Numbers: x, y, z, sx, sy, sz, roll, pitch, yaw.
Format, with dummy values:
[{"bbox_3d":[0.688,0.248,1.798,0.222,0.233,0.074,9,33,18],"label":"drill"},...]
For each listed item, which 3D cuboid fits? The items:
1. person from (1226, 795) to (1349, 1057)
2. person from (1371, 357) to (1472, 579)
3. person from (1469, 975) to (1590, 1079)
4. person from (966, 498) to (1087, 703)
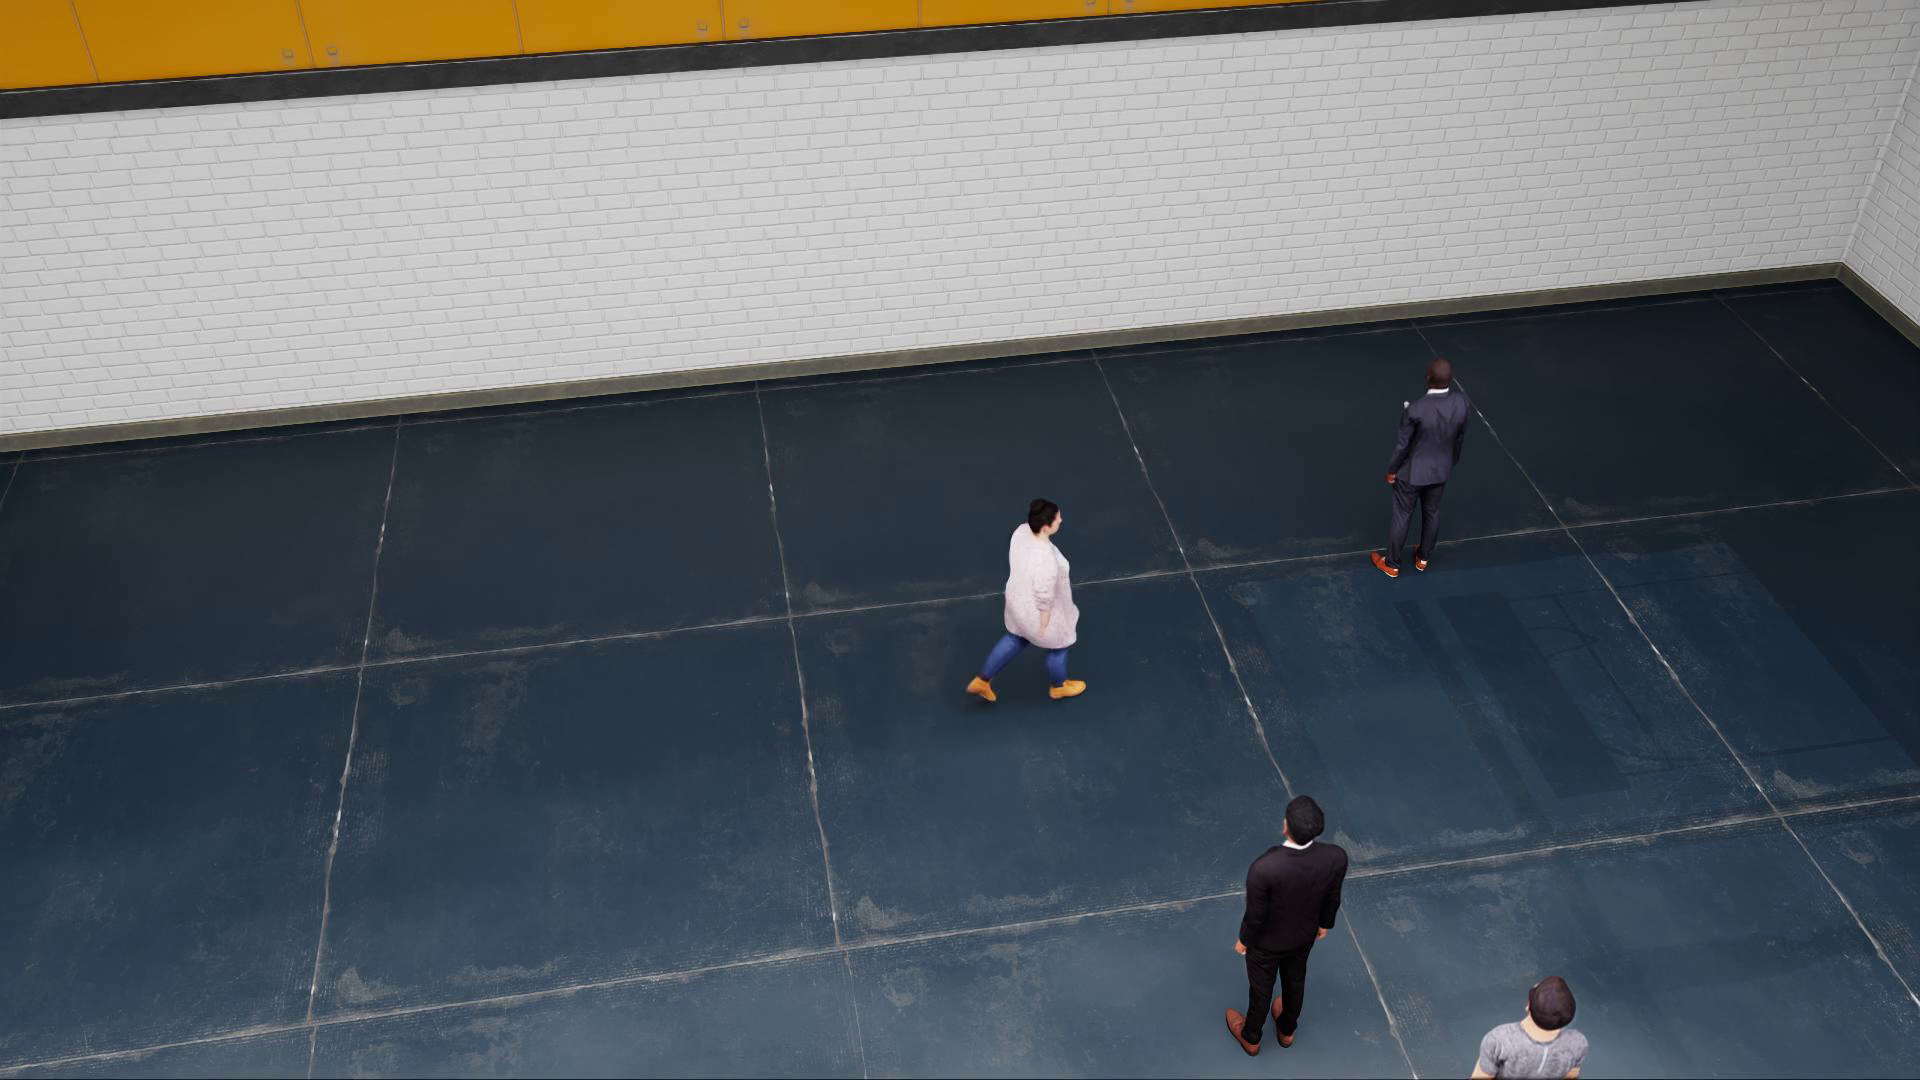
[{"bbox_3d":[1.692,2.033,8.686,0.702,1.879,0.577,-10,40,-12],"label":"person"},{"bbox_3d":[3.320,-0.510,11.912,0.684,1.826,0.590,-7,39,-9],"label":"person"},{"bbox_3d":[2.600,2.694,7.864,0.690,1.871,0.592,-1,39,-1],"label":"person"},{"bbox_3d":[0.413,0.430,10.822,0.900,1.718,1.070,-16,41,-19],"label":"person"}]
